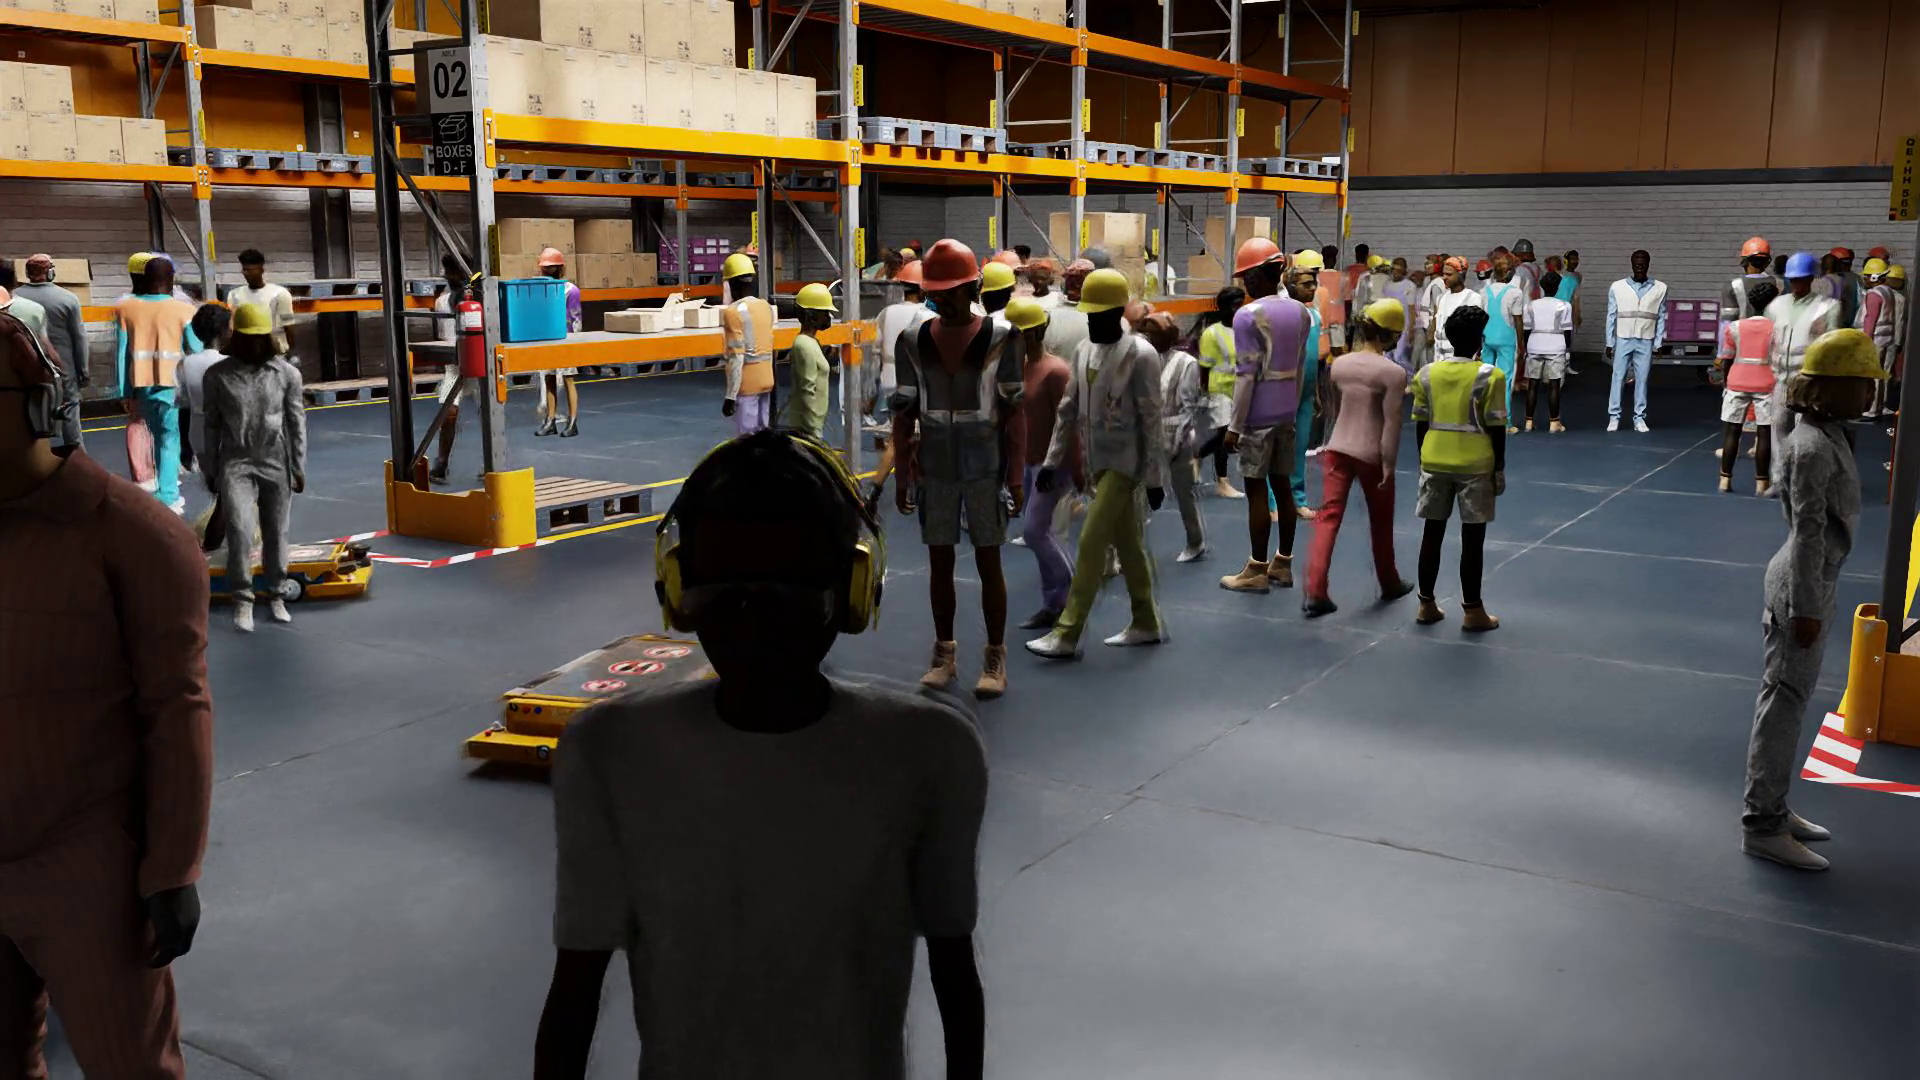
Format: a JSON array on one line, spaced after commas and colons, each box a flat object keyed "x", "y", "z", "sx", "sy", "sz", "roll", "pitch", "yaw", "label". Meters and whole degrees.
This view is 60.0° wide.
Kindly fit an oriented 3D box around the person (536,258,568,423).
[{"x": -4.503, "y": -2.212, "z": 18.366, "sx": 0.617, "sy": 1.867, "sz": 0.405, "roll": 8, "pitch": 13, "yaw": 39, "label": "person"}]

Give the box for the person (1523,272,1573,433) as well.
[{"x": 6.178, "y": -1.971, "z": 17.512, "sx": 0.533, "sy": 1.695, "sz": 0.319, "roll": 8, "pitch": 13, "yaw": 38, "label": "person"}]

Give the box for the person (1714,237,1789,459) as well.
[{"x": 7.289, "y": -1.760, "z": 15.374, "sx": 0.605, "sy": 2.045, "sz": 0.381, "roll": 0, "pitch": 10, "yaw": 0, "label": "person"}]

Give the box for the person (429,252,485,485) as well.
[{"x": -4.117, "y": -1.409, "z": 13.747, "sx": 0.633, "sy": 1.918, "sz": 0.953, "roll": 3, "pitch": 11, "yaw": 15, "label": "person"}]

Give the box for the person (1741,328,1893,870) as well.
[{"x": 2.795, "y": 0.183, "z": 5.441, "sx": 0.323, "sy": 1.742, "sz": 0.492, "roll": 6, "pitch": 12, "yaw": 28, "label": "person"}]

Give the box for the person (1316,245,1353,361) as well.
[{"x": 4.782, "y": -2.842, "z": 21.607, "sx": 0.600, "sy": 1.958, "sz": 0.377, "roll": 1, "pitch": 10, "yaw": 6, "label": "person"}]

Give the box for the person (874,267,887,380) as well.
[{"x": -1.114, "y": -3.129, "z": 24.093, "sx": 0.277, "sy": 1.632, "sz": 0.502, "roll": -1, "pitch": 10, "yaw": -6, "label": "person"}]

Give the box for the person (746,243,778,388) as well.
[{"x": -2.766, "y": -3.049, "z": 22.646, "sx": 0.612, "sy": 1.996, "sz": 0.376, "roll": 9, "pitch": 13, "yaw": 39, "label": "person"}]

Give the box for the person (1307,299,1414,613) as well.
[{"x": 2.211, "y": -0.458, "z": 9.086, "sx": 0.927, "sy": 1.703, "sz": 0.517, "roll": -10, "pitch": 14, "yaw": -43, "label": "person"}]

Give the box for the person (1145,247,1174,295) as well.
[{"x": 3.140, "y": -3.764, "z": 26.814, "sx": 0.631, "sy": 1.930, "sz": 0.374, "roll": -3, "pitch": 11, "yaw": -16, "label": "person"}]

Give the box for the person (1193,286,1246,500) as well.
[{"x": 2.017, "y": -1.172, "z": 13.128, "sx": 0.548, "sy": 1.672, "sz": 0.606, "roll": -10, "pitch": 14, "yaw": -43, "label": "person"}]

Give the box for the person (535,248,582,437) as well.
[{"x": -4.156, "y": -2.023, "z": 17.120, "sx": 0.542, "sy": 1.939, "sz": 0.369, "roll": 4, "pitch": 11, "yaw": 20, "label": "person"}]

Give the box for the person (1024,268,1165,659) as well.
[{"x": 0.638, "y": -0.356, "z": 8.043, "sx": 0.938, "sy": 1.877, "sz": 0.615, "roll": -5, "pitch": 11, "yaw": -24, "label": "person"}]

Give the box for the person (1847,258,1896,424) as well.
[{"x": 10.094, "y": -2.191, "z": 18.394, "sx": 0.406, "sy": 1.824, "sz": 0.585, "roll": 9, "pitch": 13, "yaw": 40, "label": "person"}]

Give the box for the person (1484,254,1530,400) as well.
[{"x": 7.006, "y": -2.744, "z": 21.386, "sx": 0.615, "sy": 1.832, "sz": 0.951, "roll": 2, "pitch": 10, "yaw": 10, "label": "person"}]

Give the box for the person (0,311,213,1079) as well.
[{"x": -1.633, "y": 0.557, "z": 2.906, "sx": 0.642, "sy": 1.913, "sz": 0.409, "roll": 0, "pitch": 10, "yaw": 2, "label": "person"}]

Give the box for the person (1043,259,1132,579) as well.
[{"x": 0.717, "y": -0.714, "z": 9.958, "sx": 0.643, "sy": 1.910, "sz": 0.400, "roll": 2, "pitch": 10, "yaw": 9, "label": "person"}]

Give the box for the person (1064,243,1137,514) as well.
[{"x": 0.932, "y": -1.117, "z": 11.818, "sx": 0.688, "sy": 2.000, "sz": 0.618, "roll": 7, "pitch": 13, "yaw": 36, "label": "person"}]

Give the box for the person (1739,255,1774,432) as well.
[{"x": 8.433, "y": -2.143, "z": 17.672, "sx": 0.415, "sy": 1.985, "sz": 0.615, "roll": 2, "pitch": 10, "yaw": 10, "label": "person"}]

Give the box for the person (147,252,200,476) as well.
[{"x": -6.776, "y": -1.511, "z": 14.320, "sx": 0.654, "sy": 1.922, "sz": 0.520, "roll": 7, "pitch": 12, "yaw": 33, "label": "person"}]

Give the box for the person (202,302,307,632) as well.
[{"x": -3.651, "y": -0.381, "z": 8.661, "sx": 0.495, "sy": 1.707, "sz": 0.557, "roll": -6, "pitch": 12, "yaw": -30, "label": "person"}]

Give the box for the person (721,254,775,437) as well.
[{"x": -1.565, "y": -1.117, "z": 12.155, "sx": 0.392, "sy": 1.919, "sz": 0.589, "roll": 4, "pitch": 11, "yaw": 22, "label": "person"}]

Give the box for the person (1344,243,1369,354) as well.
[{"x": 6.467, "y": -3.807, "z": 26.930, "sx": 0.606, "sy": 1.966, "sz": 0.367, "roll": 6, "pitch": 12, "yaw": 29, "label": "person"}]

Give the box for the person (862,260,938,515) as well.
[{"x": -0.446, "y": -1.129, "z": 12.376, "sx": 0.590, "sy": 1.890, "sz": 0.963, "roll": 9, "pitch": 14, "yaw": 41, "label": "person"}]

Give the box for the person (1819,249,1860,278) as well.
[{"x": 12.248, "y": -3.101, "z": 23.213, "sx": 0.607, "sy": 1.895, "sz": 0.477, "roll": 2, "pitch": 10, "yaw": 9, "label": "person"}]

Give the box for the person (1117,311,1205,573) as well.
[{"x": 1.268, "y": -0.614, "z": 10.248, "sx": 0.511, "sy": 1.596, "sz": 0.799, "roll": 8, "pitch": 13, "yaw": 39, "label": "person"}]

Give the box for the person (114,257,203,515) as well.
[{"x": -5.813, "y": -1.128, "z": 12.280, "sx": 0.621, "sy": 1.886, "sz": 0.783, "roll": 0, "pitch": 10, "yaw": 0, "label": "person"}]

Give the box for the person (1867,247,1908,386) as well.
[{"x": 12.936, "y": -3.116, "z": 23.222, "sx": 0.711, "sy": 1.930, "sz": 1.015, "roll": 1, "pitch": 10, "yaw": 3, "label": "person"}]

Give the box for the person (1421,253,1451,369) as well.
[{"x": 6.651, "y": -3.049, "z": 23.106, "sx": 0.507, "sy": 1.840, "sz": 0.342, "roll": -3, "pitch": 11, "yaw": -15, "label": "person"}]

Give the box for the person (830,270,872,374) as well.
[{"x": -1.652, "y": -3.410, "z": 25.178, "sx": 0.810, "sy": 1.809, "sz": 0.636, "roll": -5, "pitch": 11, "yaw": -25, "label": "person"}]

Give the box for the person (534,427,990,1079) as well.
[{"x": -0.230, "y": 0.791, "z": 1.852, "sx": 0.516, "sy": 1.817, "sz": 0.999, "roll": 1, "pitch": 10, "yaw": 4, "label": "person"}]

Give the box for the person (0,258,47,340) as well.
[{"x": -7.308, "y": -1.219, "z": 12.810, "sx": 0.609, "sy": 1.891, "sz": 0.697, "roll": -10, "pitch": 14, "yaw": -43, "label": "person"}]
